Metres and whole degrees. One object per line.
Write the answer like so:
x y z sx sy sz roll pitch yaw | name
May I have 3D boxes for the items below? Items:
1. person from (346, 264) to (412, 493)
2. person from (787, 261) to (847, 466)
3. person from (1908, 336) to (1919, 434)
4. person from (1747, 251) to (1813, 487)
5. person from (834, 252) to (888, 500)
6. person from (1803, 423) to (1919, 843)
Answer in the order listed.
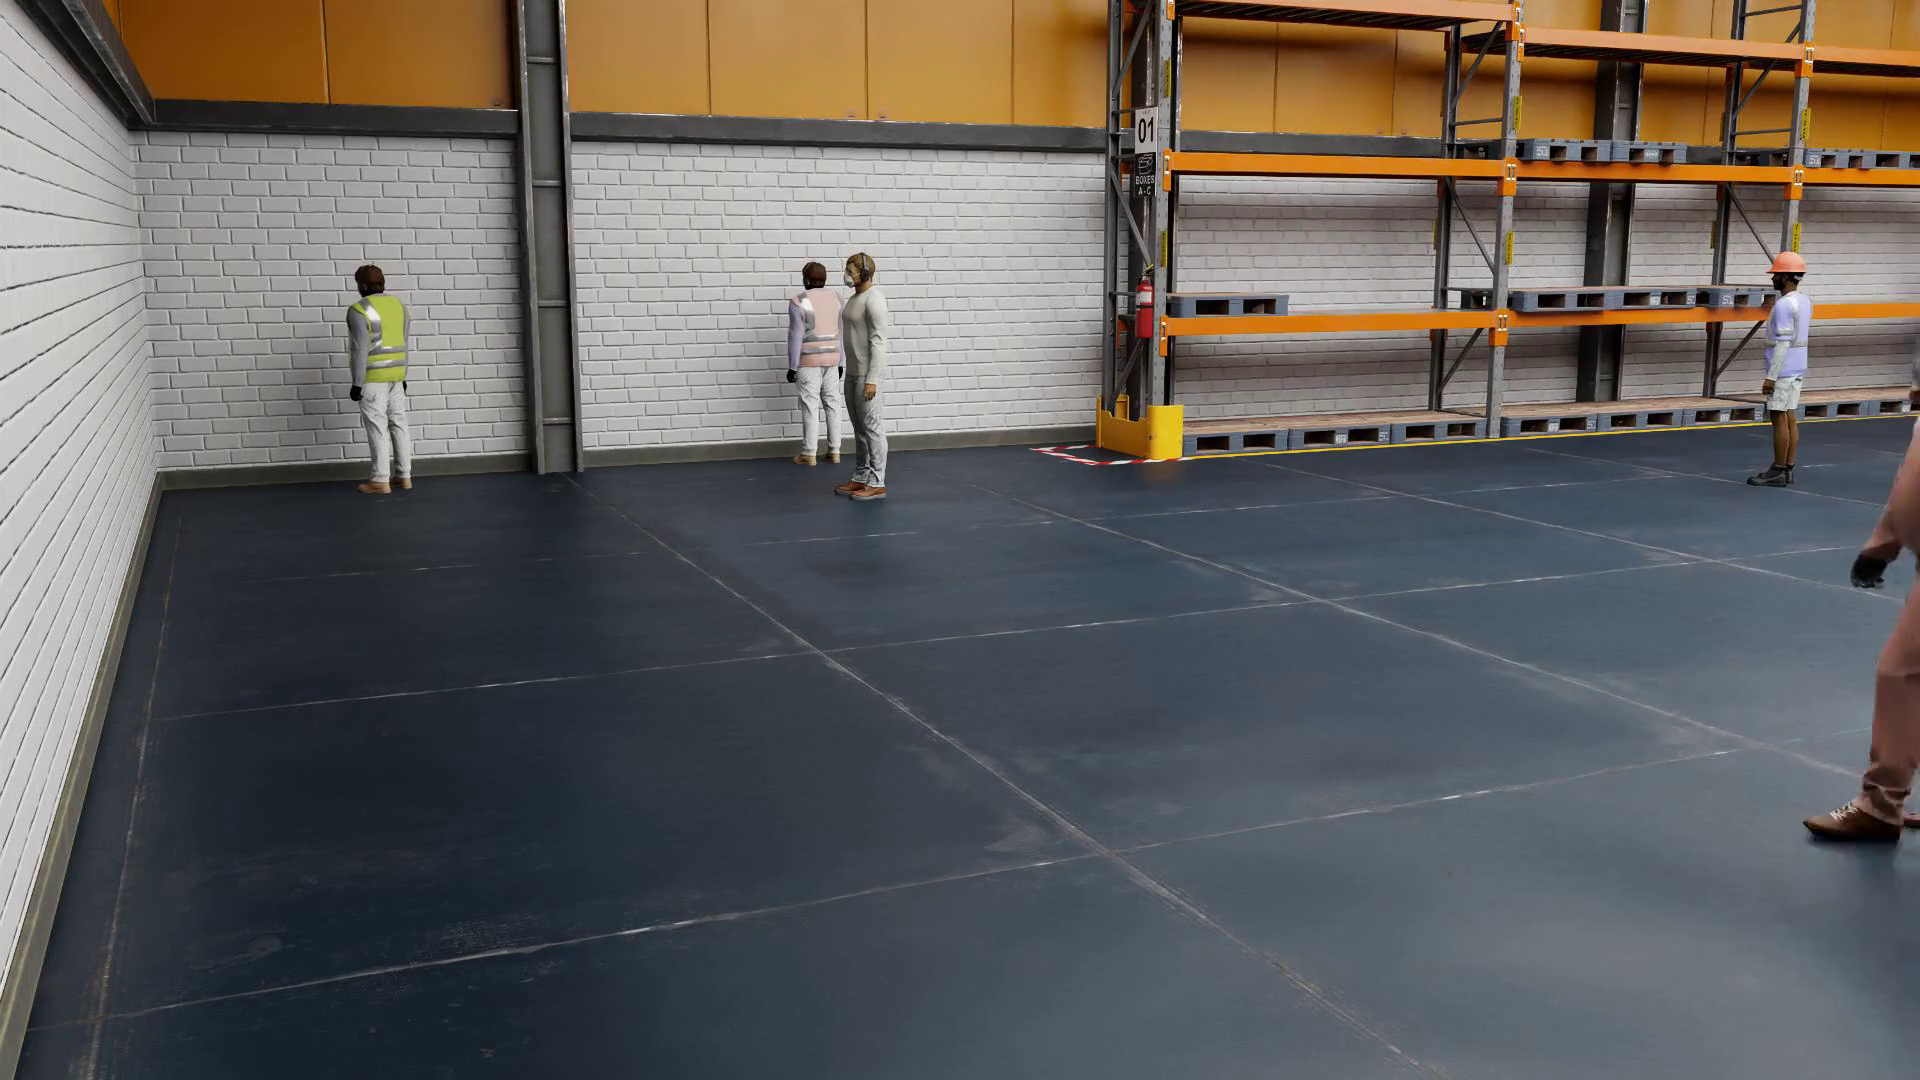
-4.710 -1.298 13.451 0.428 1.840 0.631 4 11 21 | person
-1.313 -1.597 15.114 0.622 1.845 0.429 -8 13 -39 | person
7.659 -1.205 13.014 0.426 1.818 0.600 2 10 11 | person
6.795 -1.404 13.768 0.361 1.939 0.543 10 14 43 | person
-0.767 -1.289 13.124 0.372 1.940 0.632 -4 11 -23 | person
3.228 0.089 5.610 0.794 1.877 0.656 3 11 18 | person
